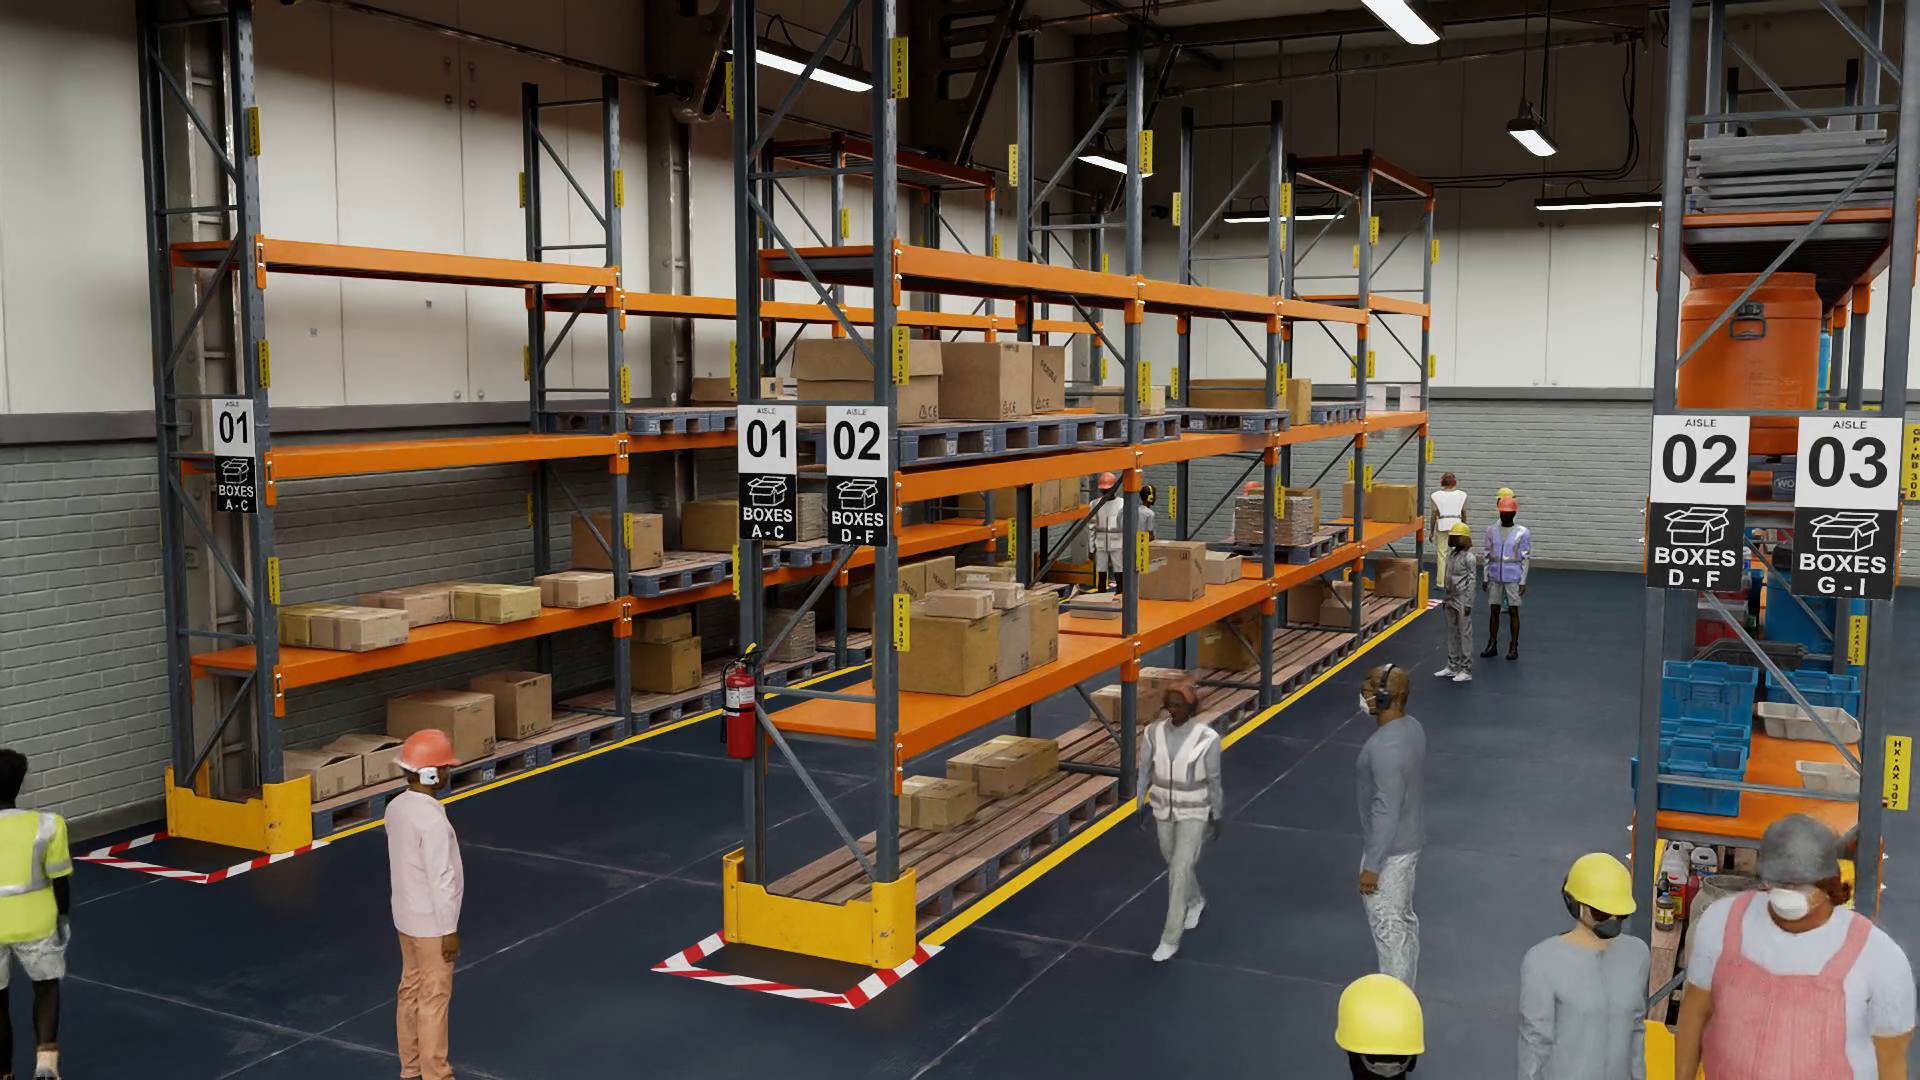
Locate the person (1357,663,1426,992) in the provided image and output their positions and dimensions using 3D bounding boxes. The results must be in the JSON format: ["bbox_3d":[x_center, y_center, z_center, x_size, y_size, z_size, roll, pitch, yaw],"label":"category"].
[{"bbox_3d":[2.183,1.591,8.510,0.371,1.941,0.627,3,7,27],"label":"person"}]

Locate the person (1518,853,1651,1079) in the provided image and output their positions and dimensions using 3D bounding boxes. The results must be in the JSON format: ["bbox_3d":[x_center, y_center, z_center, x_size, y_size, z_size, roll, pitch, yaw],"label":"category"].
[{"bbox_3d":[2.199,1.953,5.829,0.533,1.765,0.330,-2,6,-18],"label":"person"}]

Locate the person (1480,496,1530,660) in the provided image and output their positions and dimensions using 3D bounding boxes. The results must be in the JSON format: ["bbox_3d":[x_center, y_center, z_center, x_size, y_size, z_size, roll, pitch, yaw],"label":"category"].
[{"bbox_3d":[6.438,0.444,19.652,0.545,1.942,0.350,4,7,37],"label":"person"}]

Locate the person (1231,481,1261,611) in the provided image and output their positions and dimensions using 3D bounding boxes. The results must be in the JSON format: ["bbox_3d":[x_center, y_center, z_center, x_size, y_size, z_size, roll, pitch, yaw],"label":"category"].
[{"bbox_3d":[3.774,0.229,21.527,0.617,1.986,0.399,4,7,34],"label":"person"}]

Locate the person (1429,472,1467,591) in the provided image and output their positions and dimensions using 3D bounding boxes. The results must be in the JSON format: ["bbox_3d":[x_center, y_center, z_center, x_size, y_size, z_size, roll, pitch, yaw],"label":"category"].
[{"bbox_3d":[7.523,-0.120,25.630,0.563,1.839,0.393,0,6,1],"label":"person"}]

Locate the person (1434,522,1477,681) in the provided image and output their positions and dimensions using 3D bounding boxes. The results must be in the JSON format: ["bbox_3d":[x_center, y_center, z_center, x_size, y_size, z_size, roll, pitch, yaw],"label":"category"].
[{"bbox_3d":[5.485,0.675,18.341,0.282,1.746,0.493,-2,6,-19],"label":"person"}]

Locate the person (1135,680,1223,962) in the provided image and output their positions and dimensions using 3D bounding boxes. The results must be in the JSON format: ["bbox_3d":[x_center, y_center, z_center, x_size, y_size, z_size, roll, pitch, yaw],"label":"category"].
[{"bbox_3d":[1.327,1.613,9.907,0.525,1.605,0.822,4,7,34],"label":"person"}]

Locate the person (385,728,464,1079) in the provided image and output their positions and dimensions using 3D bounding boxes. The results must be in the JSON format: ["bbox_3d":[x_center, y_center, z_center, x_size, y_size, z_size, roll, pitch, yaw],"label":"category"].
[{"bbox_3d":[-2.484,1.753,7.807,0.322,1.754,0.559,-5,8,-39],"label":"person"}]

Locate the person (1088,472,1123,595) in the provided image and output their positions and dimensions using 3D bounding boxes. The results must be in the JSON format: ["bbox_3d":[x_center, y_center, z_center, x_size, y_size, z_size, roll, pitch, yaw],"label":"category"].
[{"bbox_3d":[2.025,0.097,22.574,0.604,2.037,0.394,2,6,20],"label":"person"}]

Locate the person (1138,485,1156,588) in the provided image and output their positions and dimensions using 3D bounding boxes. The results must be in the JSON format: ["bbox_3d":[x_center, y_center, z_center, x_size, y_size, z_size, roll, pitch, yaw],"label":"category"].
[{"bbox_3d":[2.525,0.190,22.530,0.314,1.857,0.511,-2,6,-22],"label":"person"}]

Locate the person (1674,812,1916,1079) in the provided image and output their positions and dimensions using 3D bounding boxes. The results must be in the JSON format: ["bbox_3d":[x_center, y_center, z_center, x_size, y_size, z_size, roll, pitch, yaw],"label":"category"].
[{"bbox_3d":[2.795,1.837,5.621,1.041,2.000,0.691,-5,8,-41],"label":"person"}]

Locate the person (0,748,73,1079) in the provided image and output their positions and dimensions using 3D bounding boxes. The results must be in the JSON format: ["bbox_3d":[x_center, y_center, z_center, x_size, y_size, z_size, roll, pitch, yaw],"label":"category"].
[{"bbox_3d":[-4.398,1.801,7.696,0.536,1.688,0.392,-3,7,-30],"label":"person"}]

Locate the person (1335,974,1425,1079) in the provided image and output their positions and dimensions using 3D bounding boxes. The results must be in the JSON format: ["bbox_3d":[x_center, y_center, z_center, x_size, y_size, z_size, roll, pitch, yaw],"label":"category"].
[{"bbox_3d":[1.039,2.047,4.200,0.581,1.919,0.399,0,6,-1],"label":"person"}]

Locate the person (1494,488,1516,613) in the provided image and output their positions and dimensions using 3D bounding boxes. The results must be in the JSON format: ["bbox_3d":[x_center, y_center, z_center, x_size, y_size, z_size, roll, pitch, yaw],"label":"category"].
[{"bbox_3d":[7.652,0.147,23.386,0.315,1.768,0.526,2,6,22],"label":"person"}]
